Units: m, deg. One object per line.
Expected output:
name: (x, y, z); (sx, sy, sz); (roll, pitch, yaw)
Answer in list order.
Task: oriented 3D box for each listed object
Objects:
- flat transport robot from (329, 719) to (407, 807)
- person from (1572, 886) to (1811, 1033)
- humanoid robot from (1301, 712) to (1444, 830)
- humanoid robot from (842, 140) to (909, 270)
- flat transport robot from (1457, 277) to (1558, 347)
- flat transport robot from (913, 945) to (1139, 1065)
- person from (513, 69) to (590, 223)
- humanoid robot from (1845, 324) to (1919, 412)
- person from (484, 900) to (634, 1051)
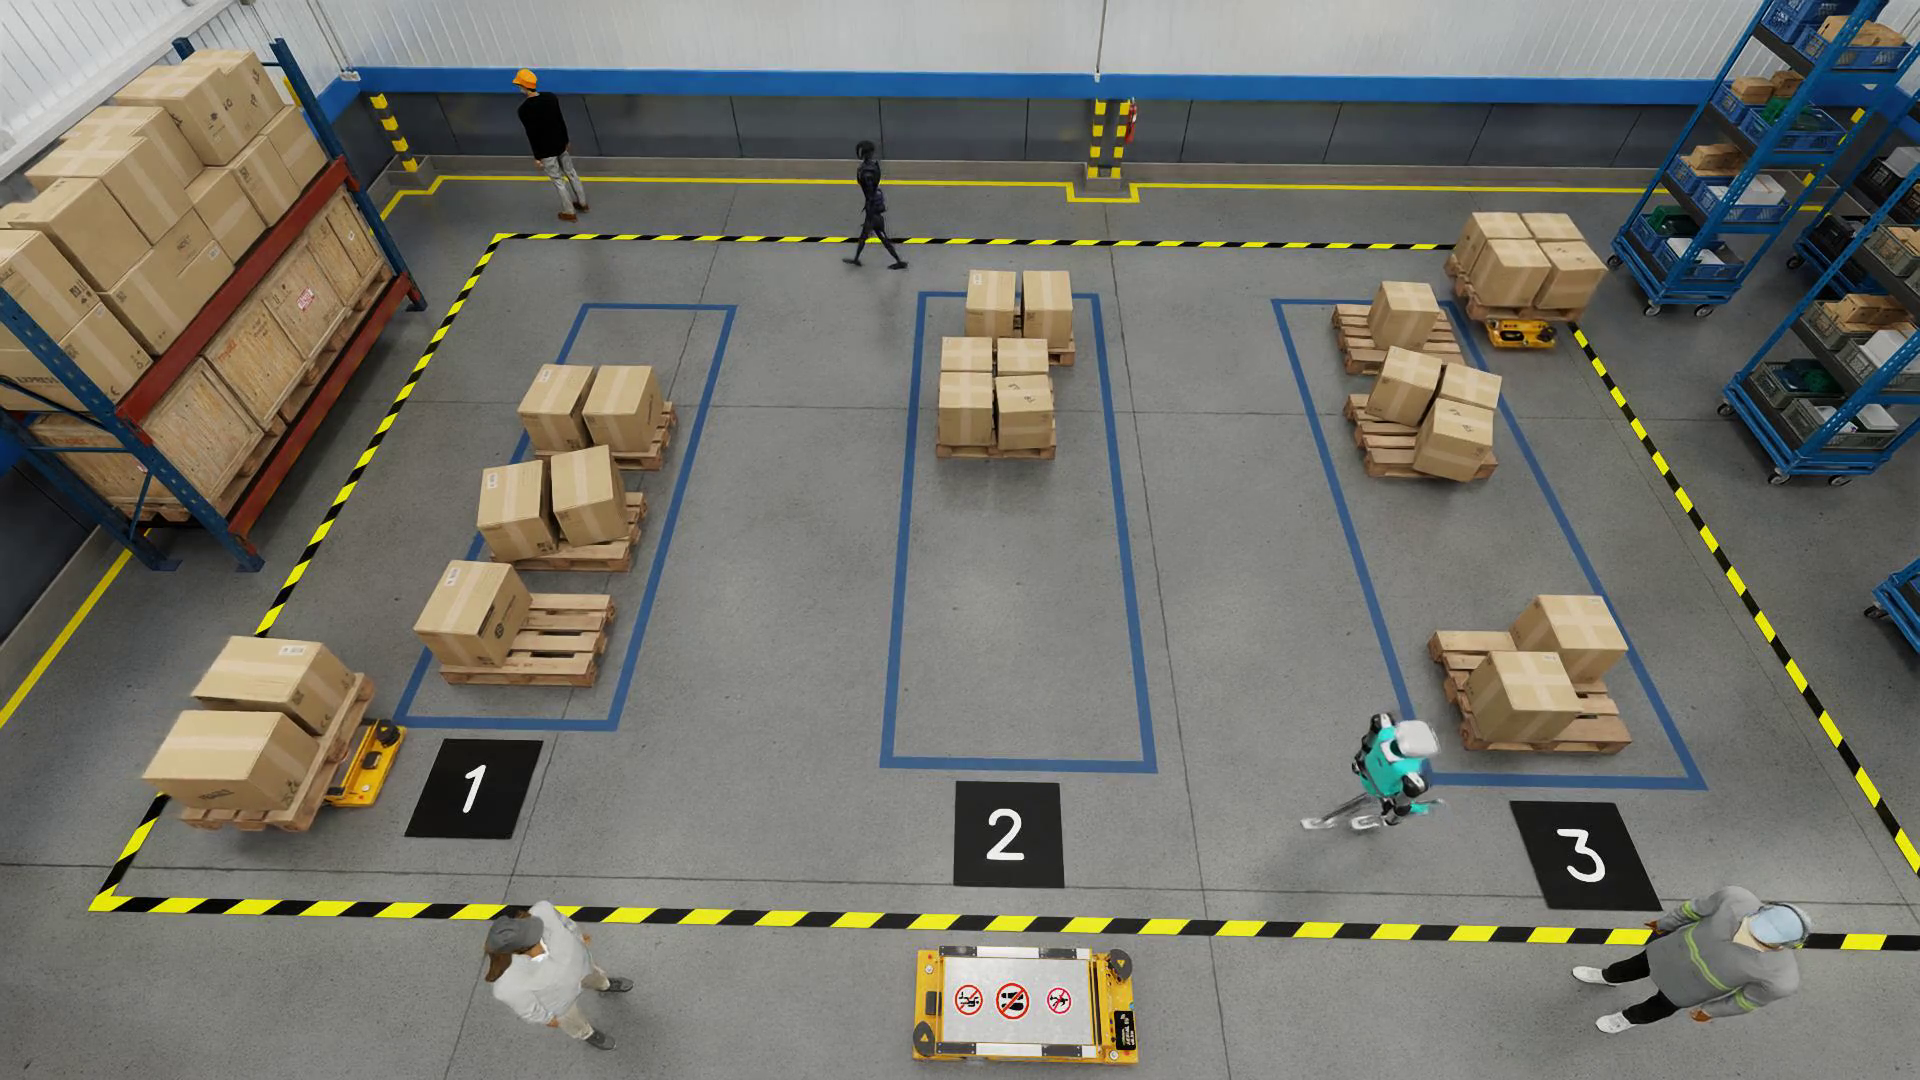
flat transport robot: (-5.146, 1.701, 7.081); (1.431, 0.197, 0.652); (1, 51, 1)
person: (4.305, 2.510, 5.417); (0.386, 1.850, 0.598); (-2, 51, -2)
humanoid robot: (2.967, 1.652, 6.186); (0.874, 1.754, 0.545); (-9, 51, -7)
humanoid robot: (-1.046, -3.886, 10.780); (0.812, 1.621, 0.588); (-7, 51, -6)
flat transport robot: (6.386, -2.790, 10.743); (0.652, 0.197, 1.431); (1, 51, 1)
flat transport robot: (0.422, 3.041, 6.007); (1.431, 0.231, 0.659); (1, 51, 1)
person: (-5.108, -4.901, 11.439); (0.370, 1.882, 0.590); (22, 54, 17)
humanoid robot: (9.268, -1.748, 9.038); (0.611, 1.631, 0.783); (0, 51, 0)
person: (-2.384, 2.574, 5.418); (0.398, 1.769, 0.572); (6, 51, 5)
